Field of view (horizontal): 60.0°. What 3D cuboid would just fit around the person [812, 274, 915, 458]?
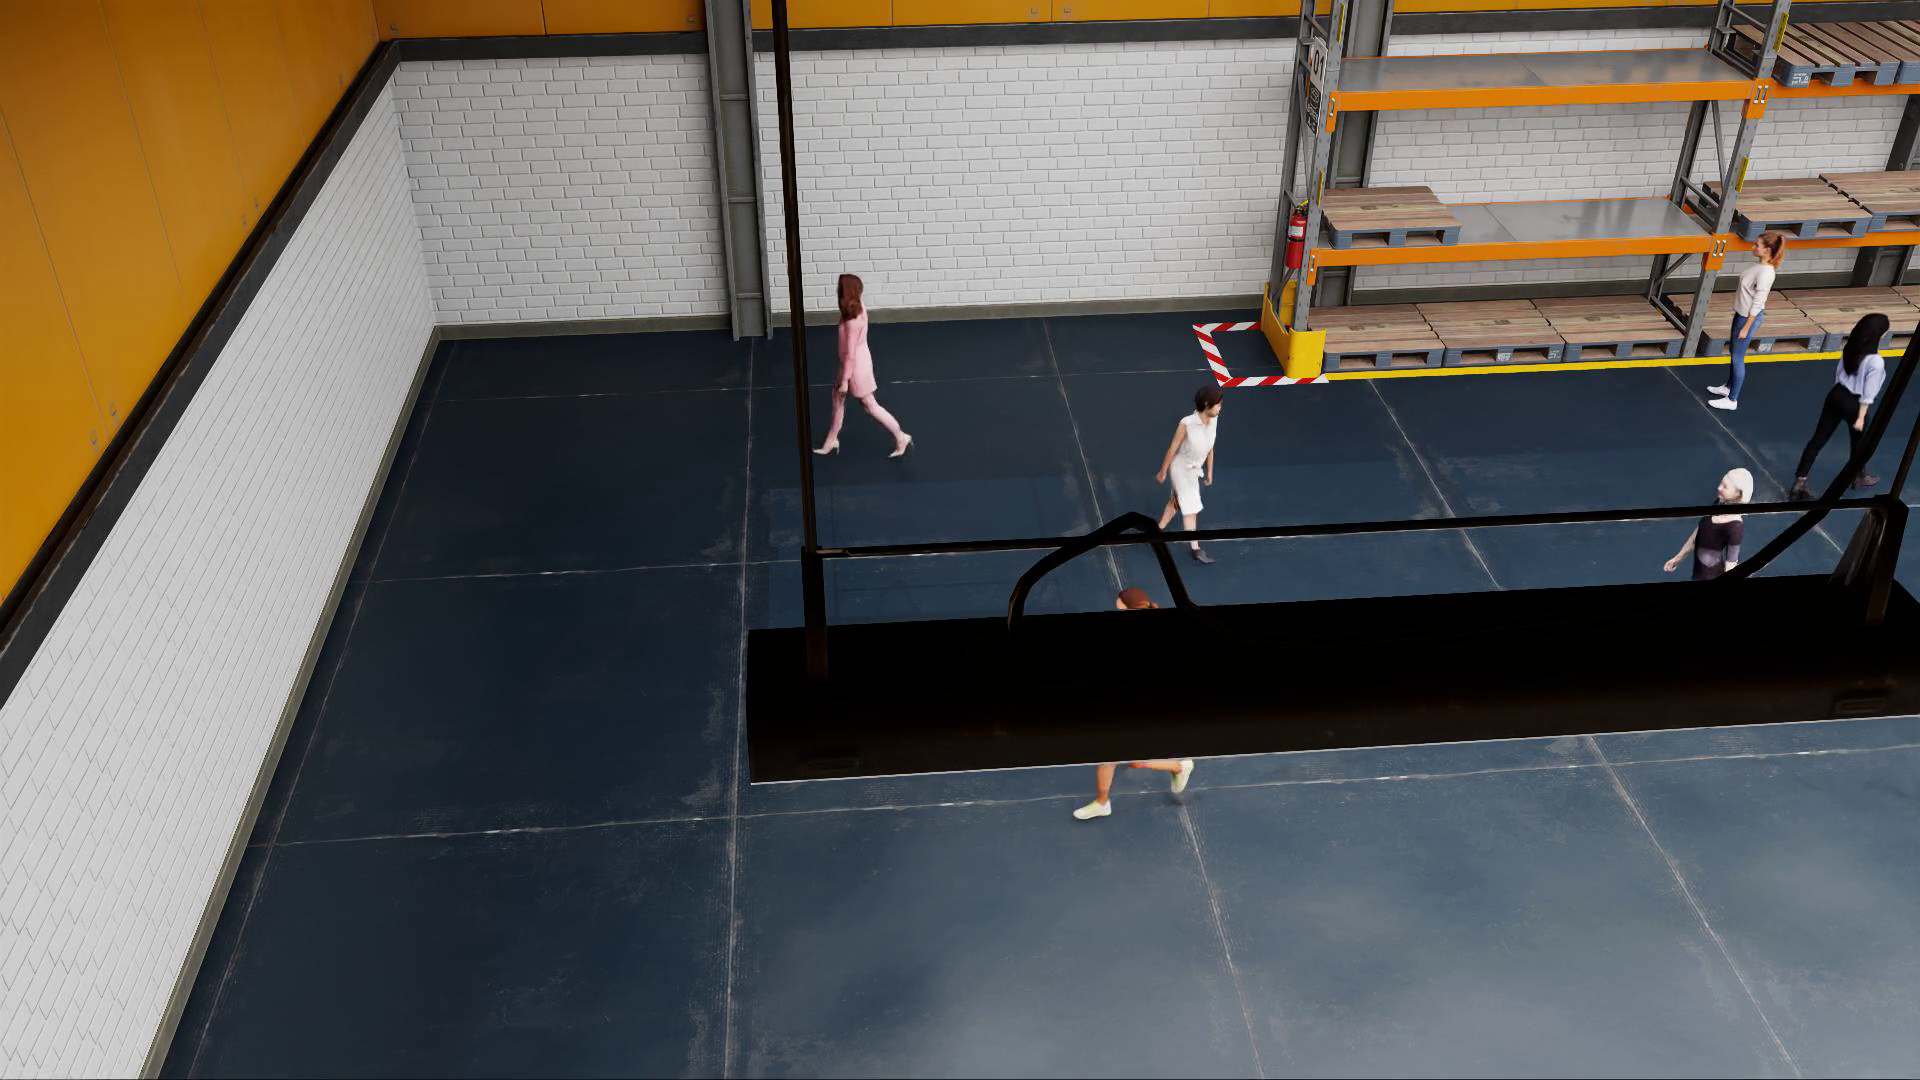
[{"bbox_3d":[-0.800,-1.447,14.425,1.154,1.757,0.679,0,34,0],"label":"person"}]

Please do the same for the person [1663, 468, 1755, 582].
[{"bbox_3d":[5.381,0.291,11.788,1.215,1.781,0.780,5,34,7],"label":"person"}]

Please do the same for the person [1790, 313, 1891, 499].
[{"bbox_3d":[7.329,-1.081,13.914,1.080,1.712,0.786,-9,35,-13],"label":"person"}]

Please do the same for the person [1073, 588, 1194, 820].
[{"bbox_3d":[1.155,1.068,10.631,1.118,1.767,0.801,-13,36,-19],"label":"person"}]

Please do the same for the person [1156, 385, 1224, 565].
[{"bbox_3d":[1.757,-0.546,13.300,0.933,1.501,0.964,-21,39,-28],"label":"person"}]

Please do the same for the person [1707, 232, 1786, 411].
[{"bbox_3d":[7.259,-2.031,15.337,0.665,1.720,0.687,11,35,16],"label":"person"}]
